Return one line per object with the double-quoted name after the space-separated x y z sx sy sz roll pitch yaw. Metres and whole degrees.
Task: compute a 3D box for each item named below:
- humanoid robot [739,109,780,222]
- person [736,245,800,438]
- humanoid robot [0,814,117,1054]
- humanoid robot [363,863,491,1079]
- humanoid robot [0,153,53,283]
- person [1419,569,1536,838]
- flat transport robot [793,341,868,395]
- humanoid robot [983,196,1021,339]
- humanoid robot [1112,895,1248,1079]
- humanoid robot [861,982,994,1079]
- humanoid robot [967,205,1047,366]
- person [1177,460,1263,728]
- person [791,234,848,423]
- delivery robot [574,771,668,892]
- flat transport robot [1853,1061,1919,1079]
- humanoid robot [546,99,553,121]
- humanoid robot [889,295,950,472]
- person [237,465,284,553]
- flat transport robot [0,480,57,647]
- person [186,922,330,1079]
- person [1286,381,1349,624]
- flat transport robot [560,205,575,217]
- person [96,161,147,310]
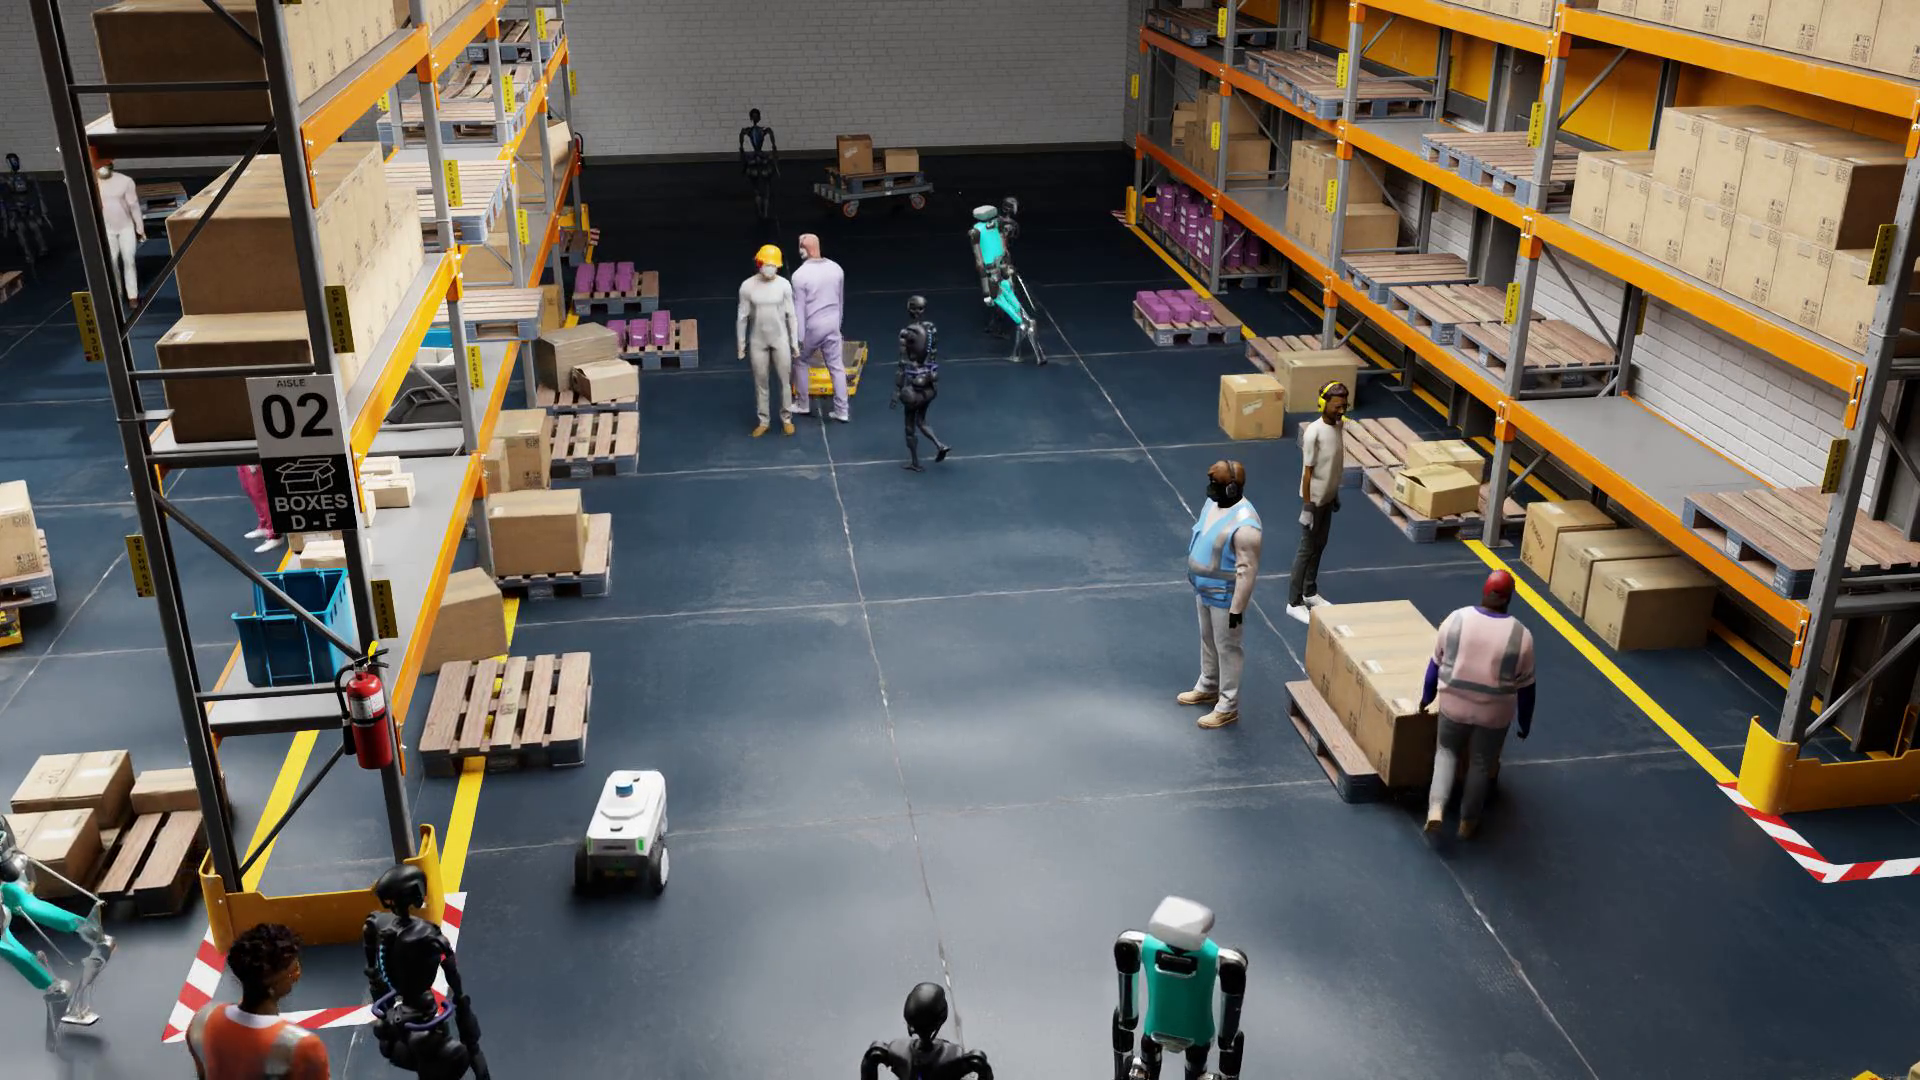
-2.963 -5.535 24.553 0.593 1.645 0.482 2 24 4 "humanoid robot"
-1.842 -1.914 16.047 0.618 1.880 0.361 -2 24 -4 "person"
-4.393 1.770 7.918 0.767 1.859 0.564 -1 24 -3 "humanoid robot"
-2.254 2.092 7.155 0.610 1.646 0.464 12 26 25 "humanoid robot"
-12.060 -4.157 21.394 0.450 1.639 0.588 21 31 40 "humanoid robot"
2.972 0.984 9.603 0.645 1.739 0.513 11 26 24 "person"
-1.388 -1.872 17.944 0.659 0.231 1.431 1 24 2 "flat transport robot"
0.482 -3.143 19.097 0.410 1.641 0.598 0 24 0 "humanoid robot"
0.775 2.370 6.543 0.545 1.834 0.851 8 25 18 "humanoid robot"
-0.116 2.416 6.417 0.600 1.643 0.412 4 24 9 "humanoid robot"
0.563 -2.673 18.032 0.919 1.822 0.595 17 29 34 "humanoid robot"
1.704 0.342 10.942 0.429 1.842 0.632 -7 25 -15 "person"
-1.452 -2.095 16.461 0.852 1.863 0.704 22 32 40 "person"
-1.912 1.668 9.545 0.499 0.613 0.789 0 24 0 "delivery robot"
4.440 2.836 7.216 0.659 0.231 1.431 -15 28 -30 "flat transport robot"
-6.837 -6.619 27.035 0.601 1.630 0.719 9 25 20 "humanoid robot"
-0.346 -1.402 15.127 0.460 1.647 0.607 15 28 31 "humanoid robot"
-5.810 -0.694 13.578 0.345 1.619 0.532 -18 29 -35 "person"
-7.489 0.499 12.542 0.659 0.231 1.431 -13 27 -27 "flat transport robot"
-2.596 2.348 6.288 0.663 1.939 0.817 6 24 14 "person"
2.687 -0.292 12.361 0.309 1.863 0.531 17 29 34 "person"
-6.254 -4.713 24.415 1.431 0.231 0.659 -4 24 -8 "flat transport robot"
-10.204 -3.733 20.127 0.629 1.919 0.449 -13 27 -27 "person"
